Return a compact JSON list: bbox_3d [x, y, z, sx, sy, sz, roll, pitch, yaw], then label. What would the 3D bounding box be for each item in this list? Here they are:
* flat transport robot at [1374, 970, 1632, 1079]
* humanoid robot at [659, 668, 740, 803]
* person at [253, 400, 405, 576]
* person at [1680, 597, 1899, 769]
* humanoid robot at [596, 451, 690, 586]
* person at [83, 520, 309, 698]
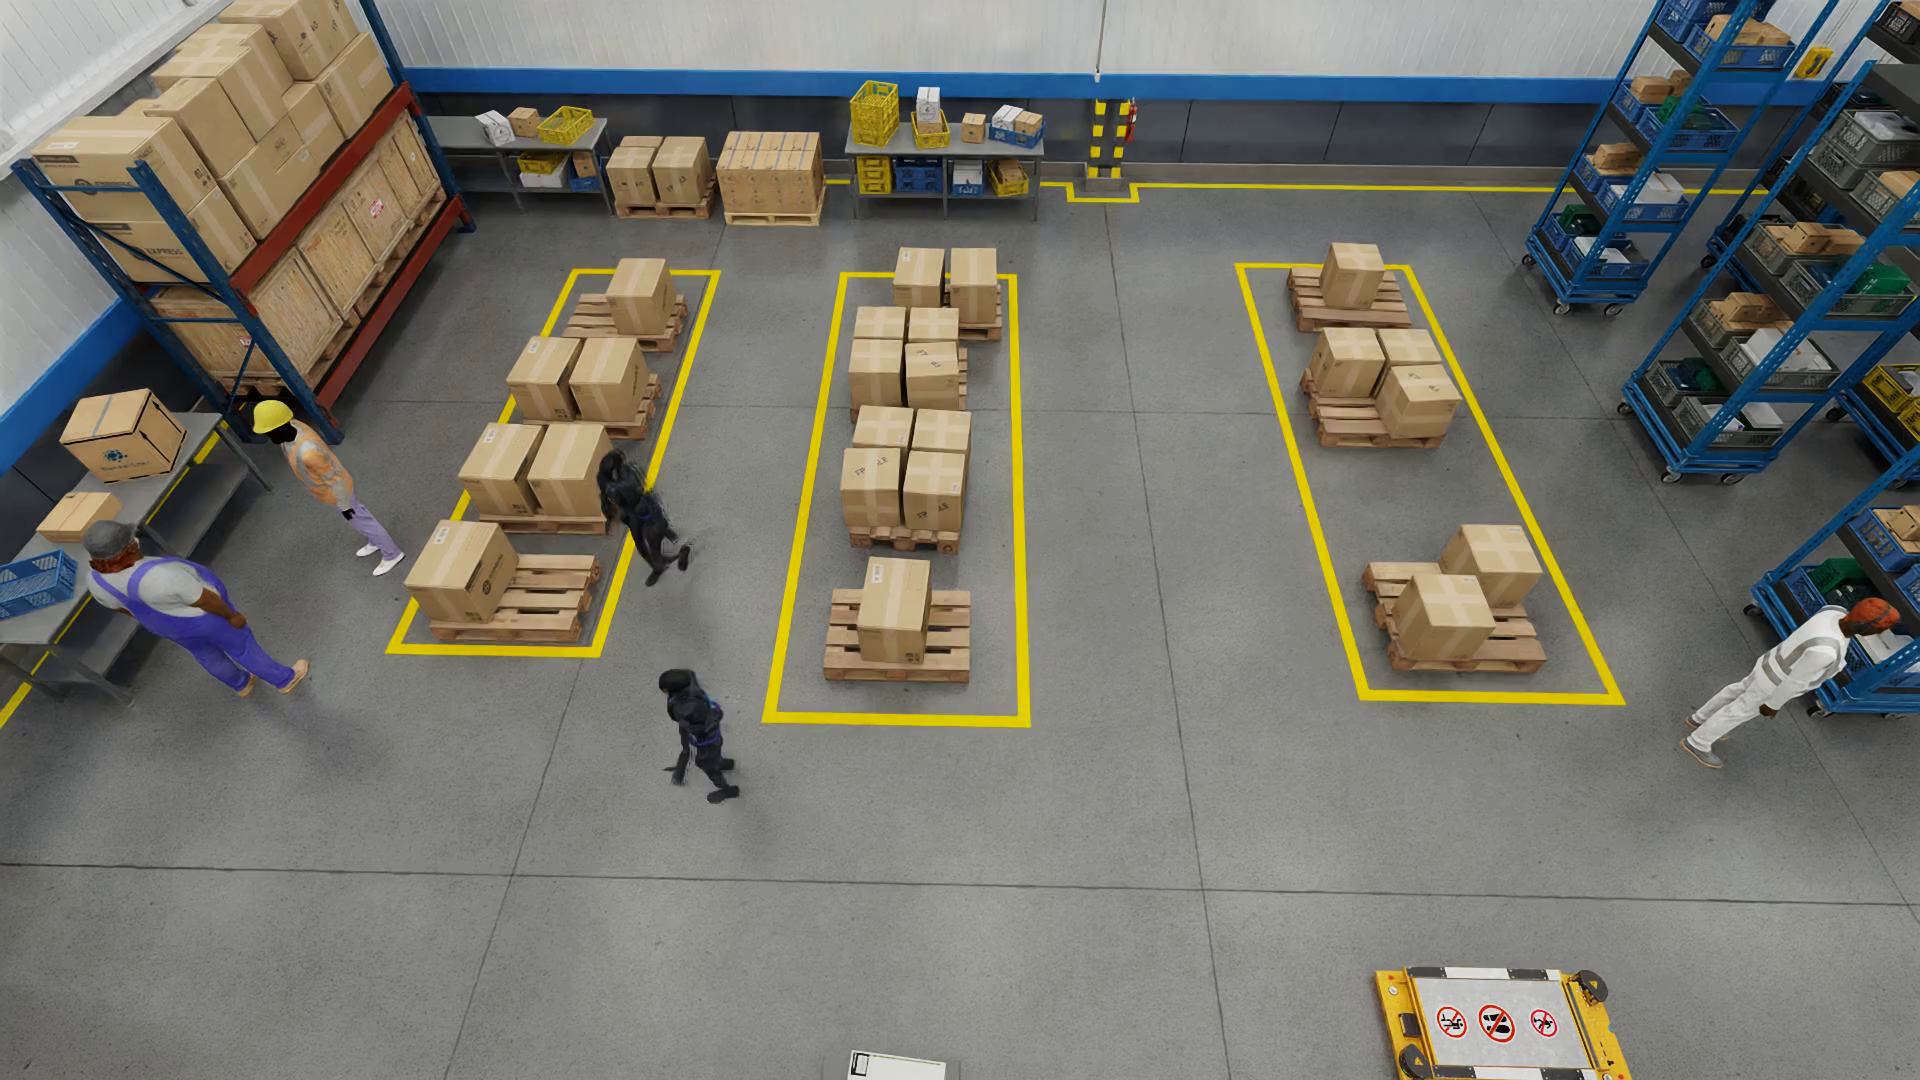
[{"bbox_3d":[3.501,3.133,5.914,1.431,0.197,0.652,1,51,1],"label":"flat transport robot"},{"bbox_3d":[-1.872,1.385,6.446,0.433,1.654,0.590,-8,51,-6],"label":"humanoid robot"},{"bbox_3d":[-5.339,-0.443,7.774,0.593,1.929,0.349,37,60,26],"label":"person"},{"bbox_3d":[5.926,1.009,6.620,0.355,1.887,0.573,32,57,23],"label":"person"},{"bbox_3d":[-2.705,-0.167,7.711,0.622,1.636,0.488,22,54,17],"label":"humanoid robot"},{"bbox_3d":[-5.781,0.527,6.914,0.676,2.000,0.536,-2,51,-1],"label":"person"}]
